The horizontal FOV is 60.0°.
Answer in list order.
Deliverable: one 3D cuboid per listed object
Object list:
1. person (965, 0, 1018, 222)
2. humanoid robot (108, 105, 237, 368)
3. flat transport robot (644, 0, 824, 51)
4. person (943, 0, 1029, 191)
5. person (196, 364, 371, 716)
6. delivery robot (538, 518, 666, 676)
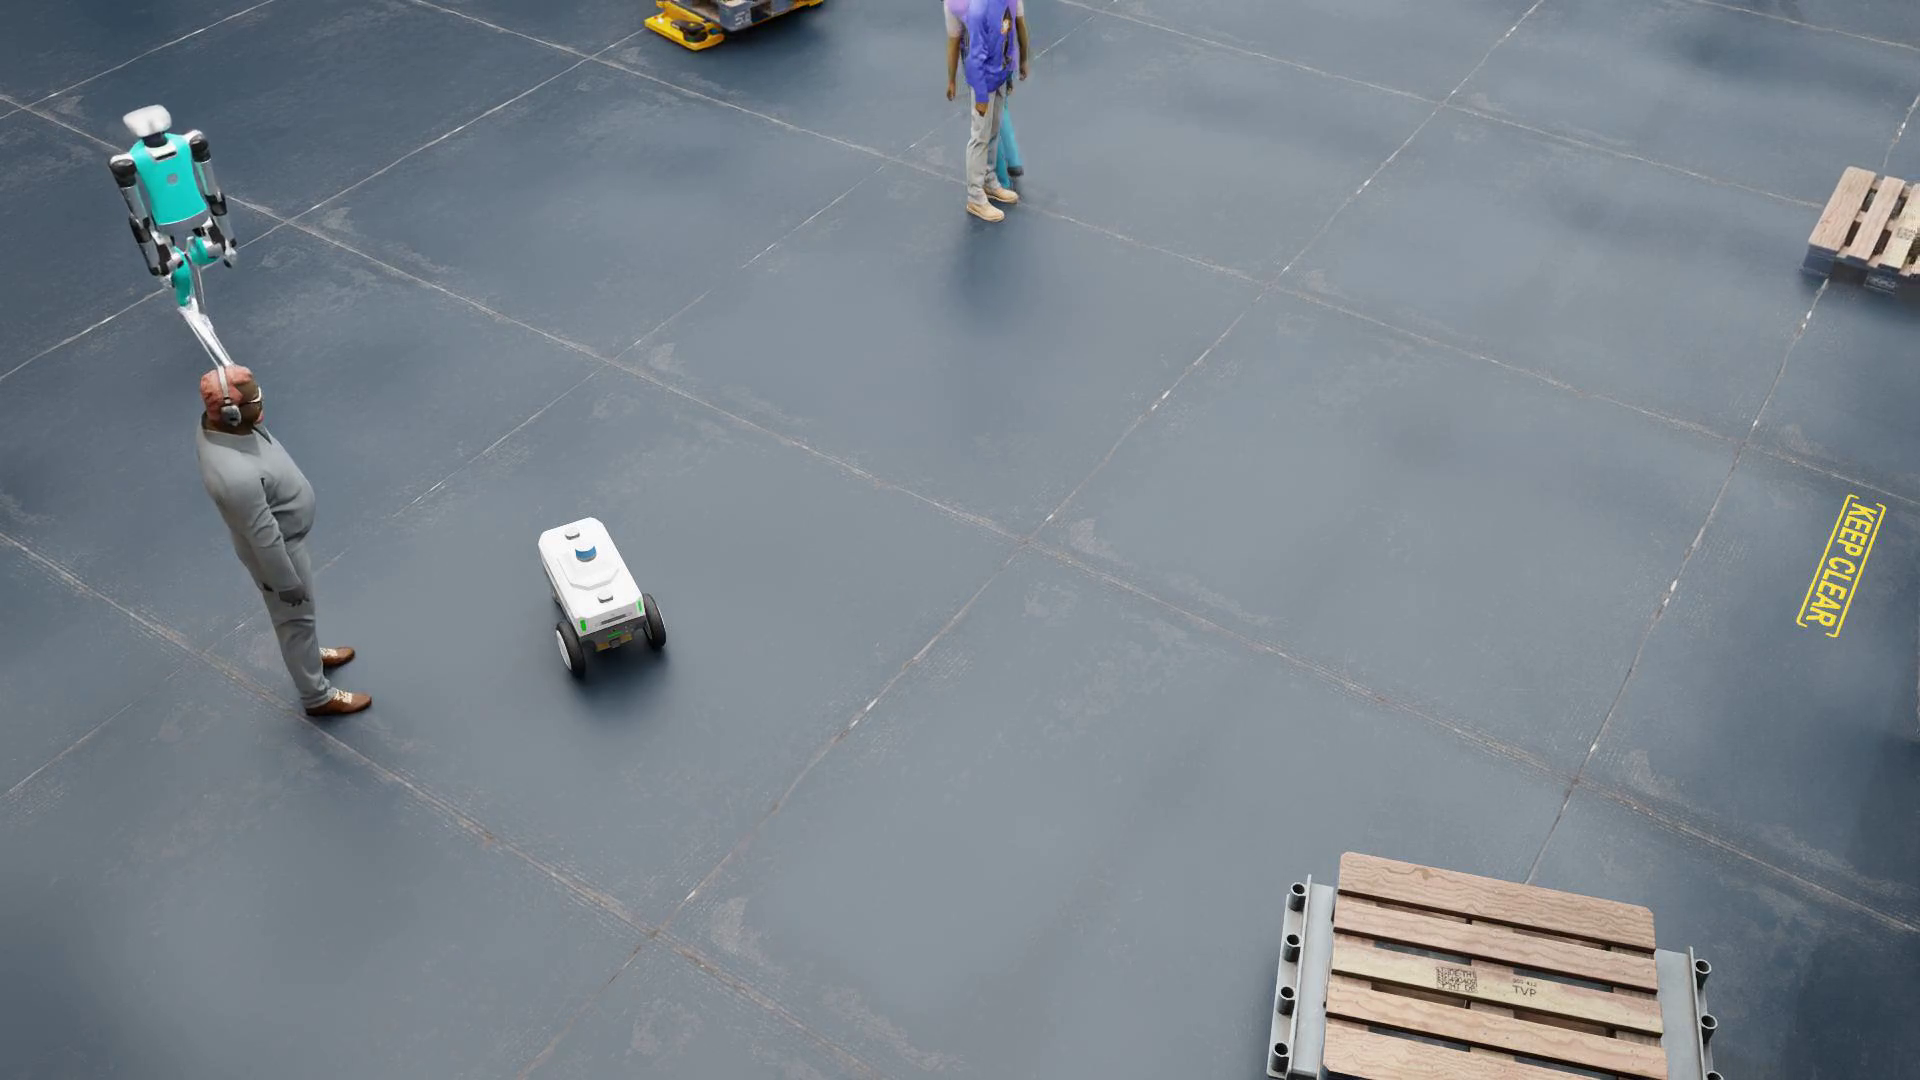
[{"bbox_3d":[0.224,-3.018,10.960,0.358,1.867,0.459,18,45,19],"label":"person"},{"bbox_3d":[-4.605,-1.797,9.714,0.534,1.778,0.996,-31,50,-30],"label":"humanoid robot"},{"bbox_3d":[-1.840,-4.433,13.740,0.659,0.231,1.431,34,52,32],"label":"flat transport robot"},{"bbox_3d":[0.168,-3.145,11.146,0.598,1.808,0.453,-29,49,-29],"label":"person"},{"bbox_3d":[-3.084,0.007,7.545,0.406,1.904,0.650,-18,45,-19],"label":"person"},{"bbox_3d":[-1.828,0.239,8.287,0.499,0.581,0.774,-19,45,-20],"label":"delivery robot"}]
